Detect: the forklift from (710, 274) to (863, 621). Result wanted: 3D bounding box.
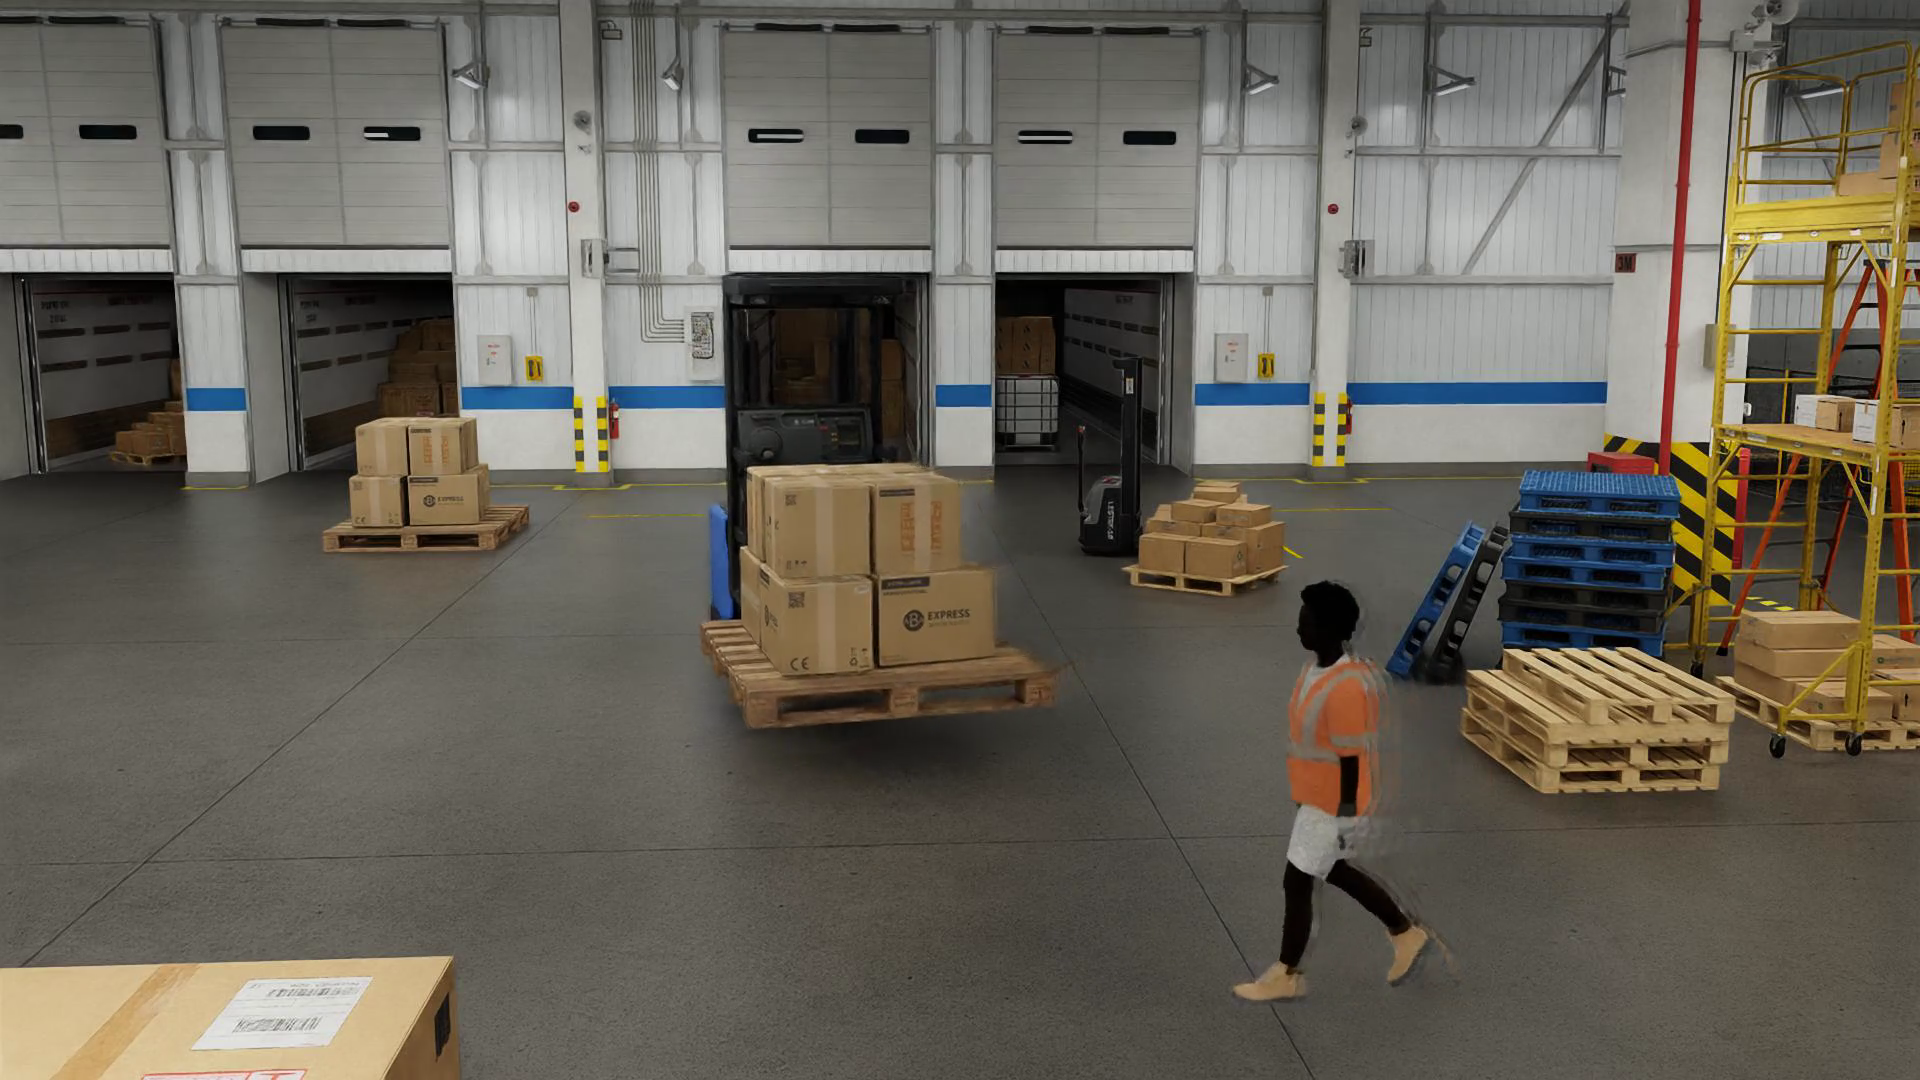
[{"bbox_3d":[-1.167,-0.500,11.887,1.129,2.768,1.873,-3,9,-16],"label":"forklift"}]

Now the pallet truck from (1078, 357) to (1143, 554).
[{"bbox_3d":[2.088,-0.836,16.757,1.885,1.965,0.823,2,9,13],"label":"pallet truck"}]

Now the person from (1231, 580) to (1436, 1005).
[{"bbox_3d":[1.480,0.975,6.421,0.777,1.670,0.537,0,9,0],"label":"person"}]
